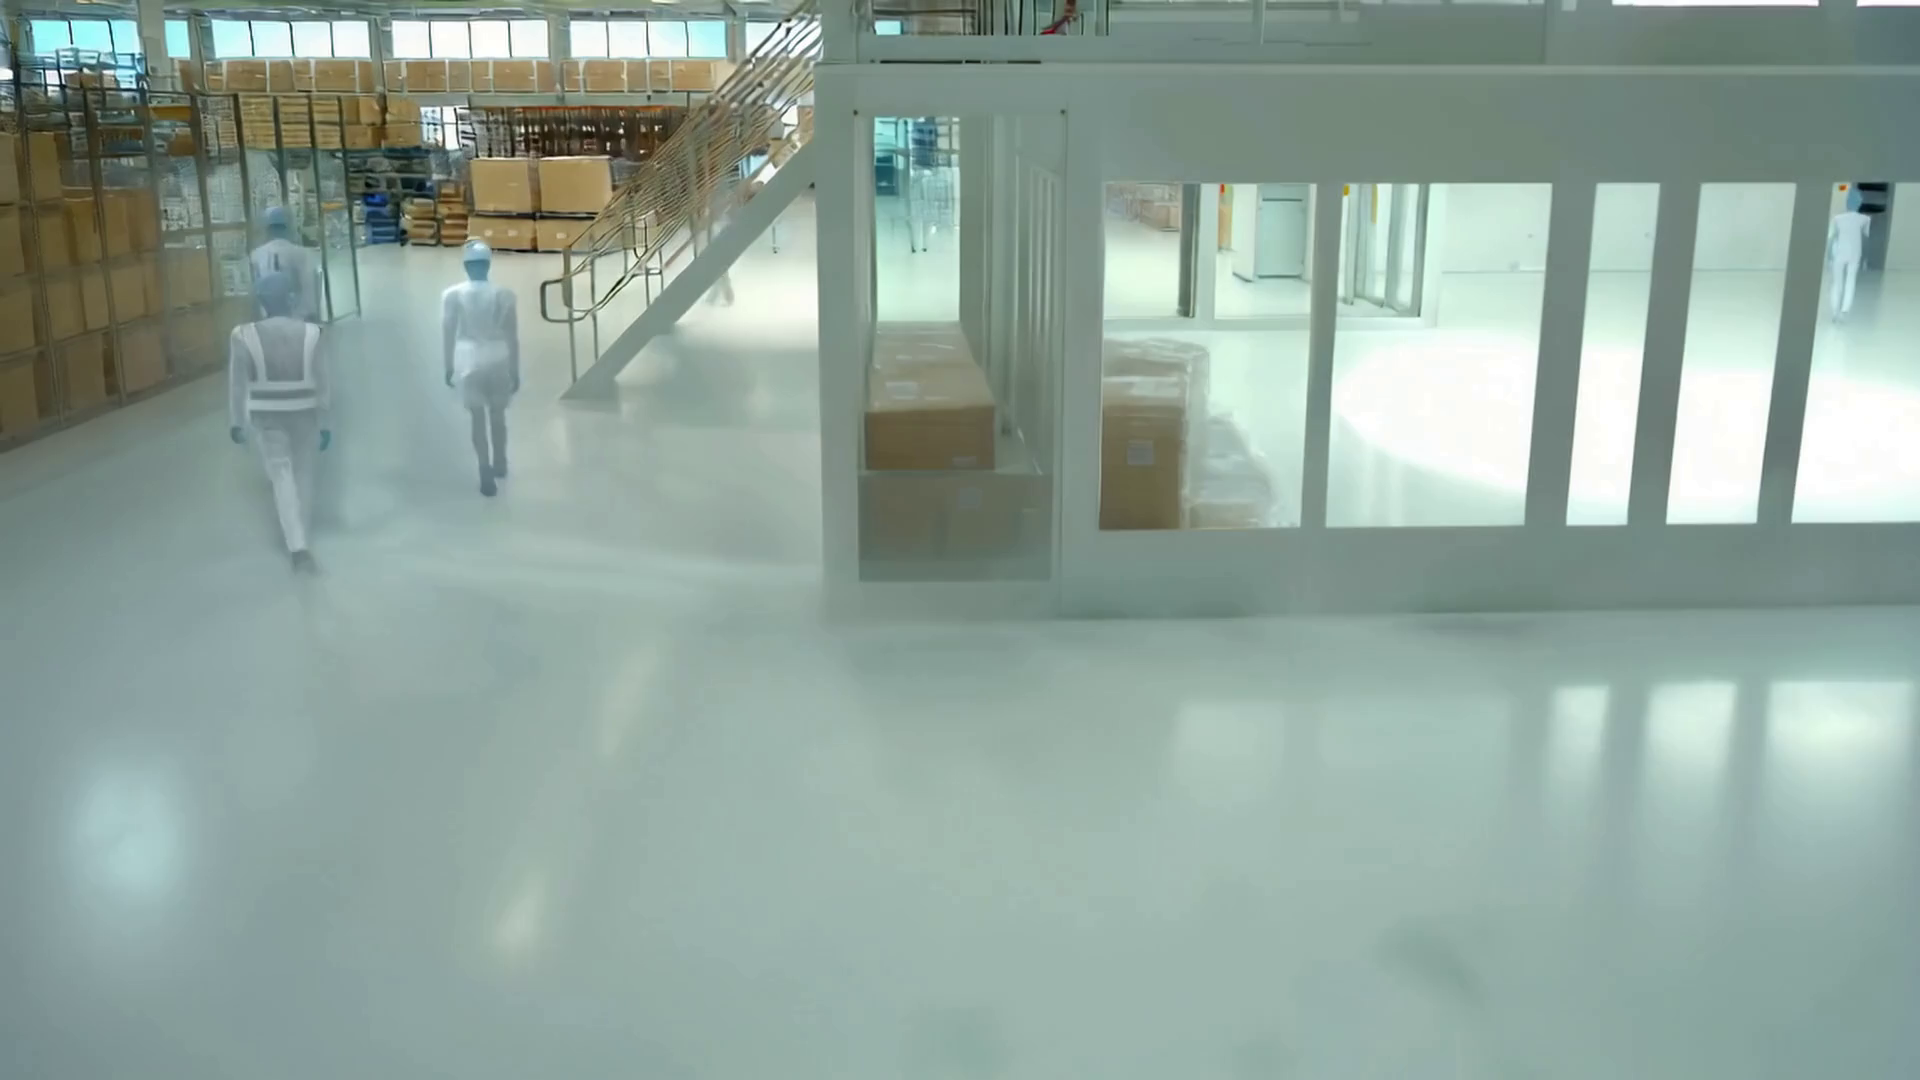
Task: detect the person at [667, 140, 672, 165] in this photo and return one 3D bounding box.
[{"bbox_3d":[-14.716,-19.247,84.173,1.044,1.939,0.636,-4,15,-15],"label":"person"}]

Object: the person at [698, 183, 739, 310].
[{"bbox_3d":[-3.676,-4.369,24.823,0.627,1.873,0.943,9,17,33],"label":"person"}]

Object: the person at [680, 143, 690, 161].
[{"bbox_3d":[-13.864,-19.218,84.273,0.600,1.830,0.404,-5,15,-20],"label":"person"}]

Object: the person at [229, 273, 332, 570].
[{"bbox_3d":[-4.250,-0.754,10.473,0.583,1.839,0.973,-9,17,-31],"label":"person"}]

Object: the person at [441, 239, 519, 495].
[{"bbox_3d":[-3.642,-1.335,12.676,0.567,1.882,0.982,-4,15,-16],"label":"person"}]

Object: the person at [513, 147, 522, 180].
[{"bbox_3d":[-19.428,-16.477,73.547,0.901,1.722,0.526,1,14,3],"label":"person"}]

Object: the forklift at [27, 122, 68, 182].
[{"bbox_3d":[-35.376,-14.773,64.377,1.129,2.768,1.873,-1,14,-2],"label":"forklift"}]

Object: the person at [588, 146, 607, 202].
[{"bbox_3d":[-12.503,-12.624,57.577,0.748,2.018,0.613,-10,17,-34],"label":"person"}]

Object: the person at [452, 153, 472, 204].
[{"bbox_3d":[-16.908,-12.239,56.470,0.621,1.798,0.642,-7,16,-25],"label":"person"}]

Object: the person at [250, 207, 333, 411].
[{"bbox_3d":[-6.354,-2.172,15.859,0.628,1.962,0.853,0,14,2],"label":"person"}]

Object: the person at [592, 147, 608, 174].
[{"bbox_3d":[-13.523,-13.874,62.817,0.677,1.875,0.658,-11,18,-37],"label":"person"}]
